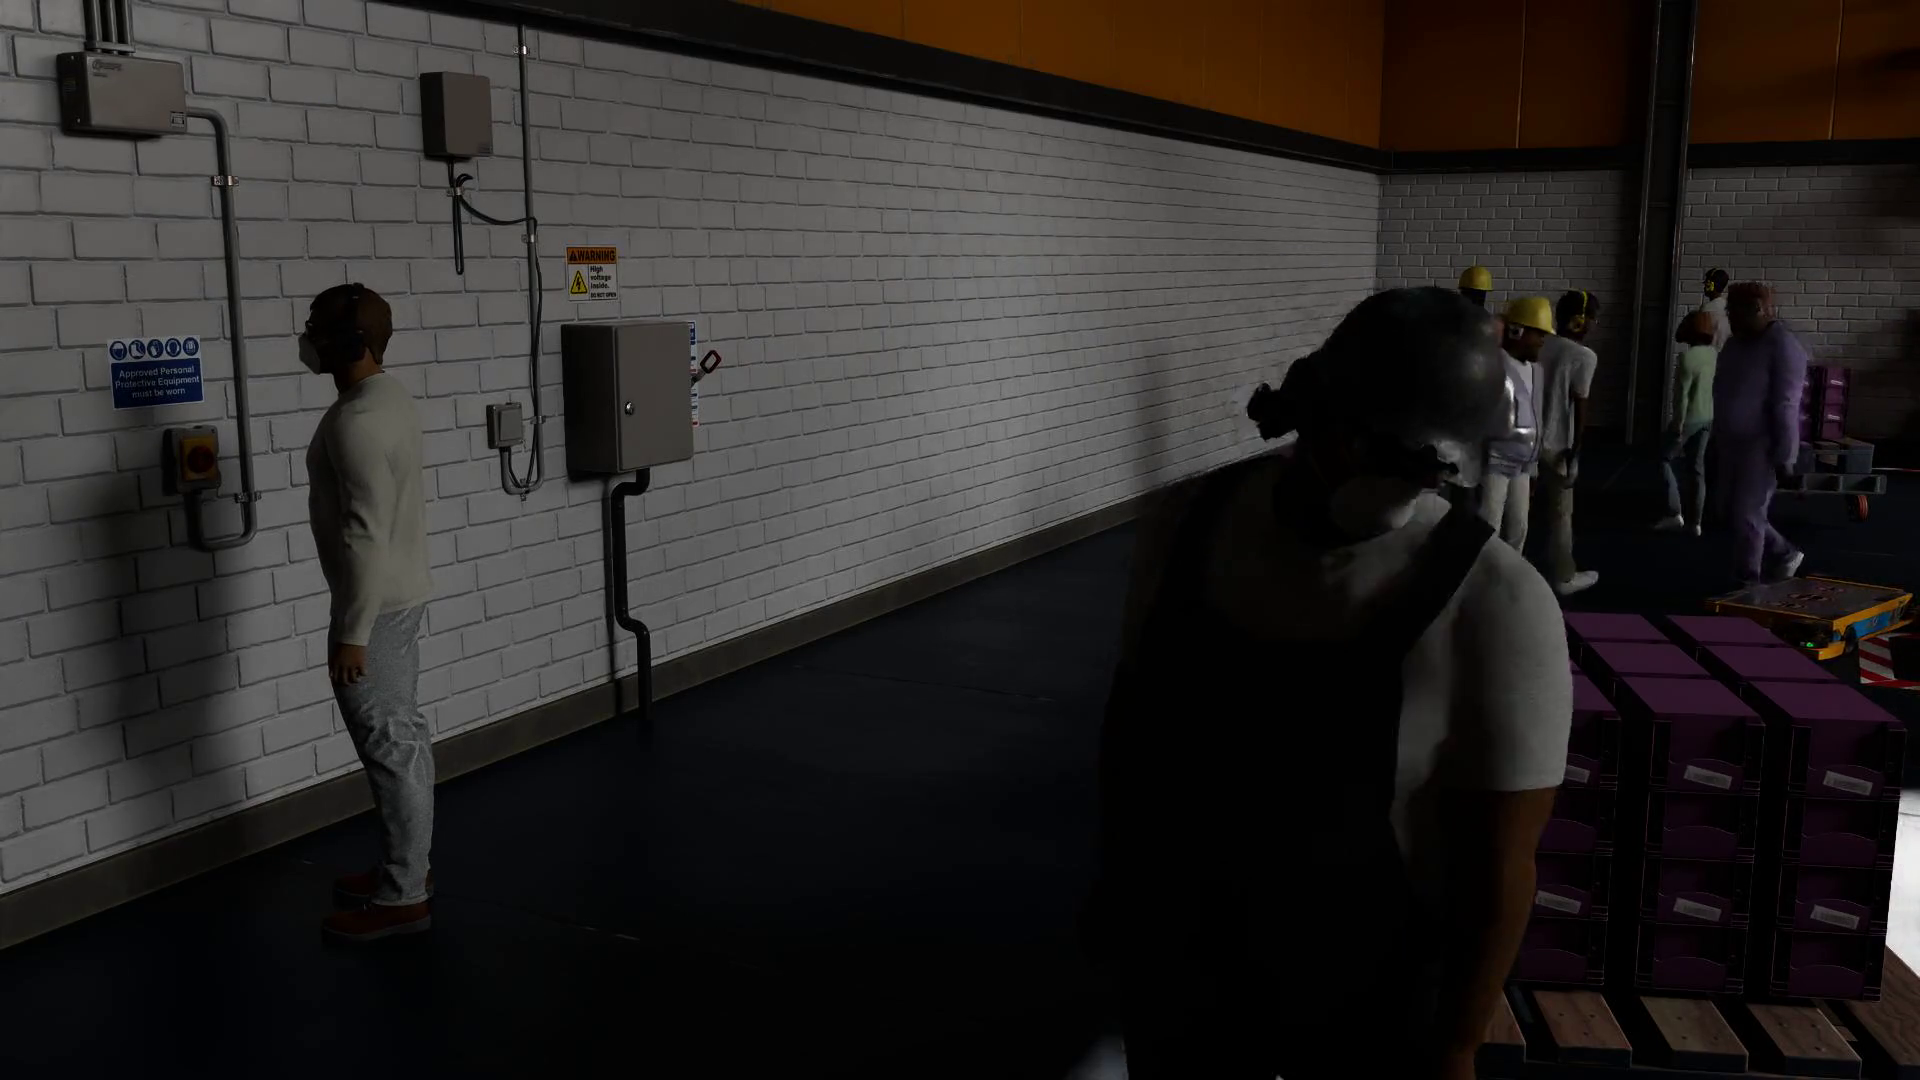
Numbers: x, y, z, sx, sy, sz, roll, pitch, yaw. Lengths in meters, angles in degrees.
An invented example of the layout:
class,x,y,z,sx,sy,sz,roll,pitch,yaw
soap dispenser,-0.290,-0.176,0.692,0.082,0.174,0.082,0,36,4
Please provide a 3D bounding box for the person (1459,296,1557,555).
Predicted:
class,x,y,z,sx,sy,sz,roll,pitch,yaw
person,2.885,-0.422,9.012,0.614,1.796,0.590,-8,13,-40

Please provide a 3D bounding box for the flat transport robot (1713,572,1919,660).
class,x,y,z,sx,sy,sz,roll,pitch,yaw
flat transport robot,4.498,0.383,8.775,1.431,0.197,0.652,-8,13,-41

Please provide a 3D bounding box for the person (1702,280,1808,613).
class,x,y,z,sx,sy,sz,roll,pitch,yaw
person,4.555,-0.529,9.427,0.652,1.878,0.686,-1,10,-8

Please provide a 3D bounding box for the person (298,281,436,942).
class,x,y,z,sx,sy,sz,roll,pitch,yaw
person,-1.756,0.212,4.944,0.372,1.940,0.631,-2,10,-12

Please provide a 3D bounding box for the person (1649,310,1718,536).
class,x,y,z,sx,sy,sz,roll,pitch,yaw
person,5.239,-0.836,11.958,0.509,1.610,0.432,-6,12,-33

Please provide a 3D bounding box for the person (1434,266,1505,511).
class,x,y,z,sx,sy,sz,roll,pitch,yaw
person,3.666,-1.006,12.028,0.595,1.925,0.371,8,12,37

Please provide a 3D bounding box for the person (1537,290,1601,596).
class,x,y,z,sx,sy,sz,roll,pitch,yaw
person,3.345,-0.519,9.565,0.648,1.810,0.942,9,13,43

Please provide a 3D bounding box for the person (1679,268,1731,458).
class,x,y,z,sx,sy,sz,roll,pitch,yaw
person,7.354,-1.718,16.319,0.526,1.871,0.324,-6,12,-33
